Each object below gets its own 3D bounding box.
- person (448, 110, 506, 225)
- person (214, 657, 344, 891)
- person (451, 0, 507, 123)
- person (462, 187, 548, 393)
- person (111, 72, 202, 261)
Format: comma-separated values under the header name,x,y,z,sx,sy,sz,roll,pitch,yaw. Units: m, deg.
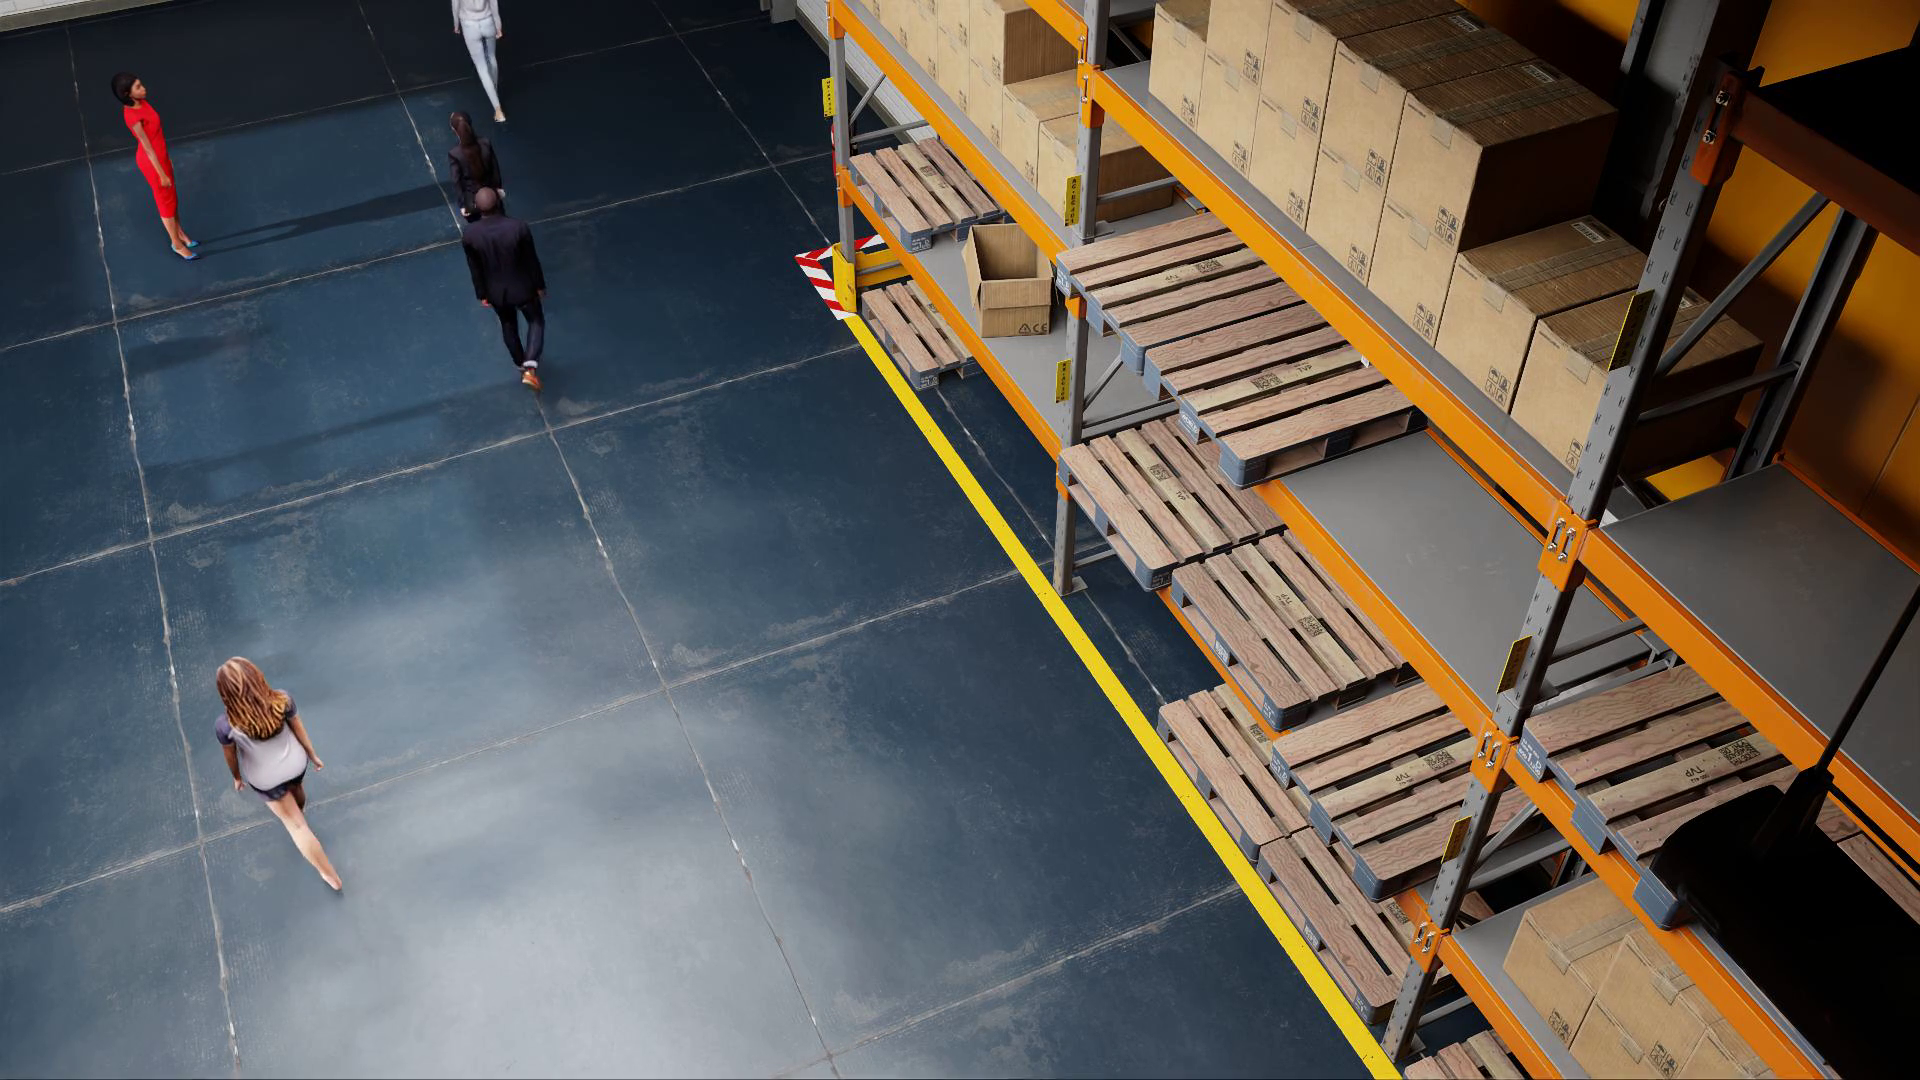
name,x,y,z,sx,sy,sz,roll,pitch,yaw
person,-3.995,-2.828,14.031,0.676,1.699,0.944,-26,49,-25
person,-3.908,1.392,9.618,0.832,1.676,1.164,-31,52,-29
person,-4.664,-4.903,16.164,0.646,1.762,1.088,-21,47,-20
person,-3.506,-1.900,12.977,0.874,1.809,1.014,-4,44,-4
person,-6.981,-3.250,14.442,0.669,1.743,0.505,-9,44,-10
